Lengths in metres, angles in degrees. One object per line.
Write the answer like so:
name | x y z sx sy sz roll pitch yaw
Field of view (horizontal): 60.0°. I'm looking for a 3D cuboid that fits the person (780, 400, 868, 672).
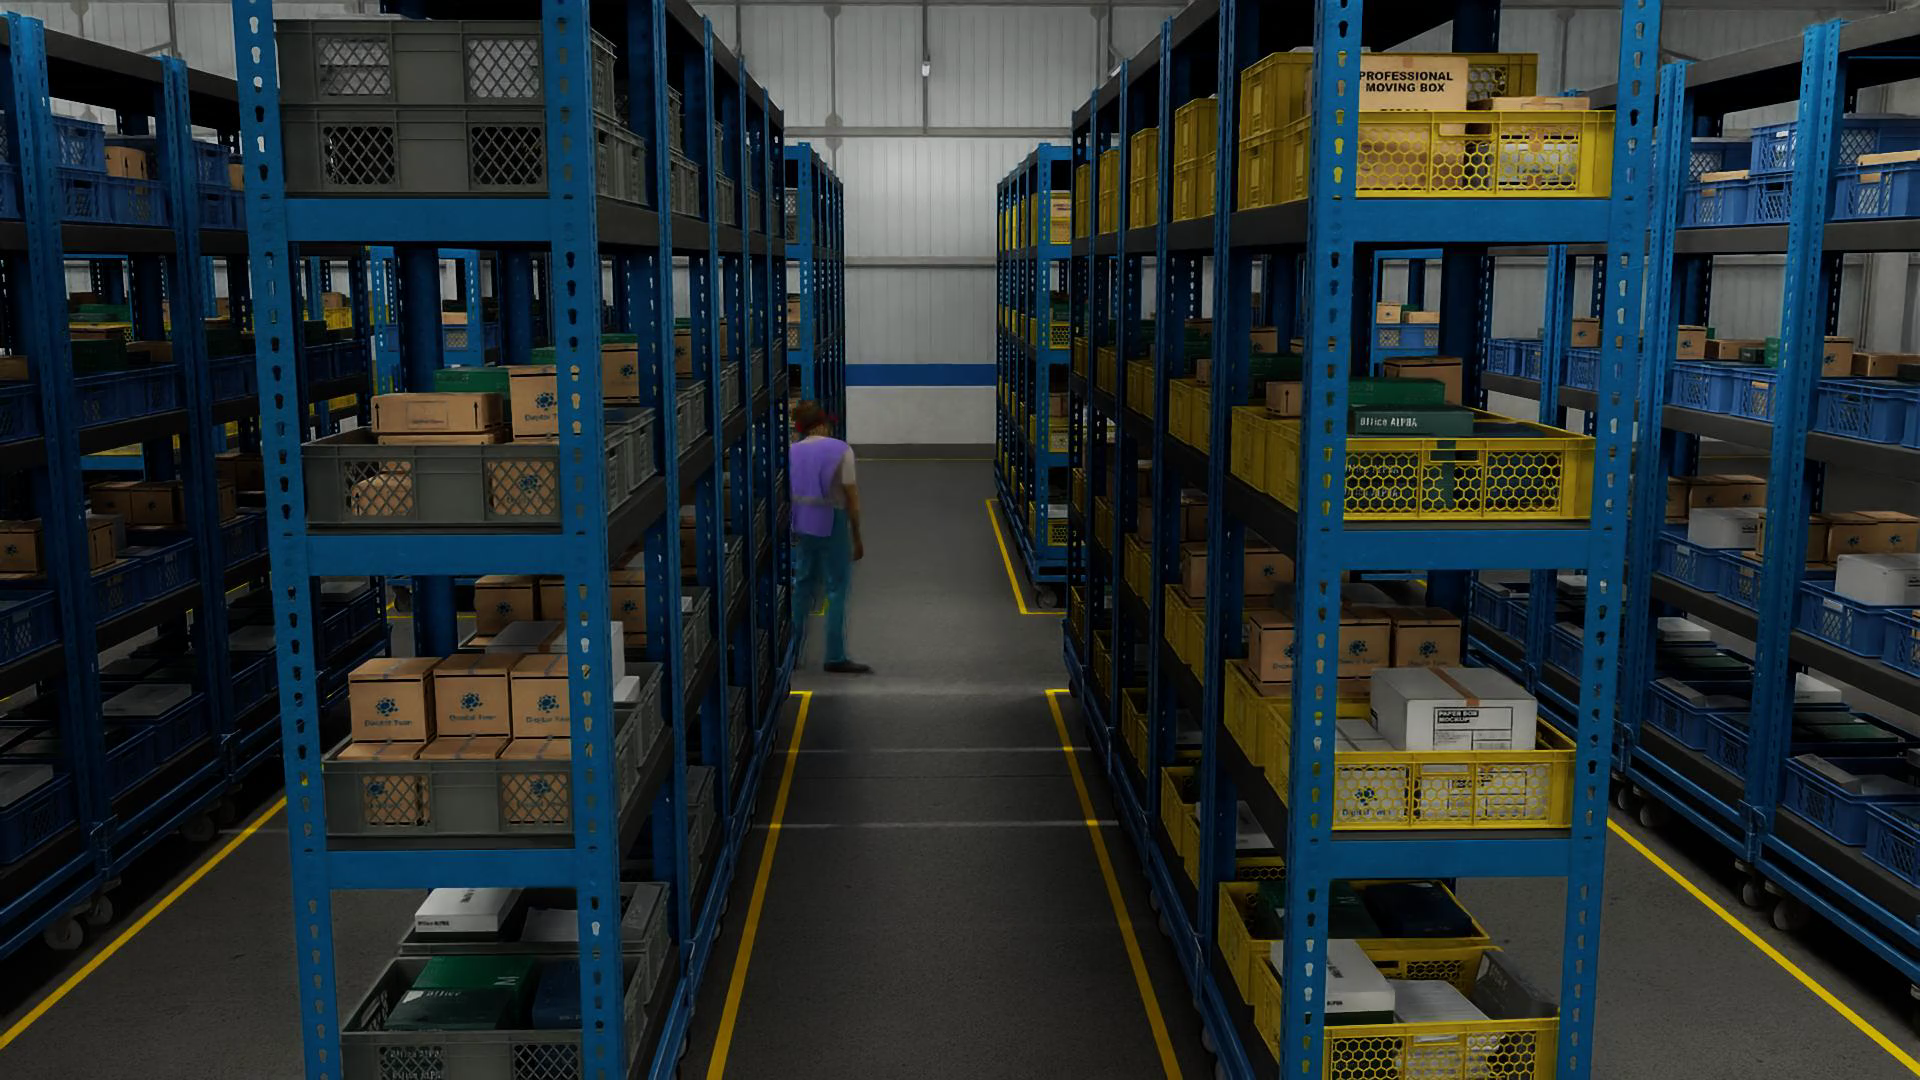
person | -0.952 -0.010 10.974 0.685 1.809 0.384 6 11 32
